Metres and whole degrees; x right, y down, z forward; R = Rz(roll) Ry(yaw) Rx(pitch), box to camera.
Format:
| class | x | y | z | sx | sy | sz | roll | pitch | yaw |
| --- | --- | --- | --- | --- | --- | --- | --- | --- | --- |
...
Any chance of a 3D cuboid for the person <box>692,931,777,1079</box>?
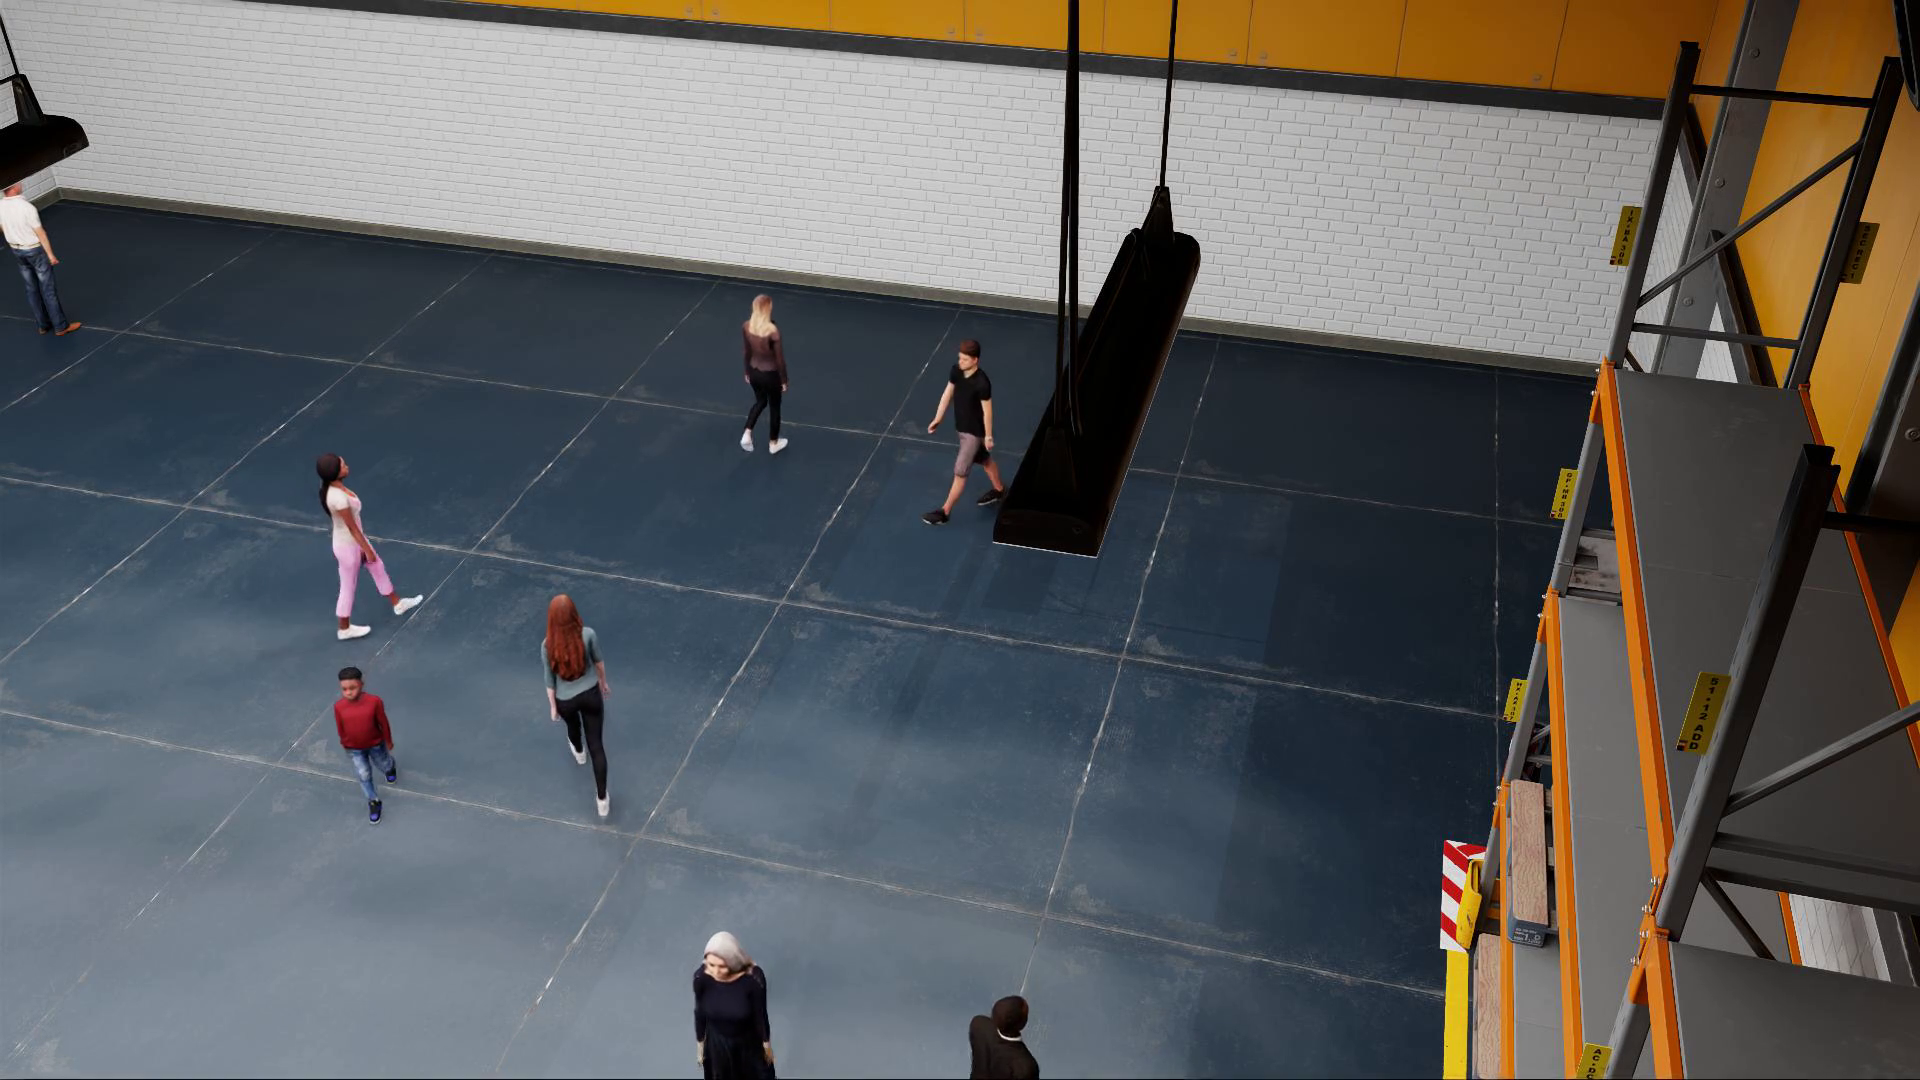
| class | x | y | z | sx | sy | sz | roll | pitch | yaw |
| --- | --- | --- | --- | --- | --- | --- | --- | --- | --- |
| person | -1.253 | 2.821 | 9.441 | 0.704 | 1.736 | 0.799 | 3 | 34 | 4 |

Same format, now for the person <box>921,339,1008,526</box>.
| class | x | y | z | sx | sy | sz | roll | pitch | yaw |
| --- | --- | --- | --- | --- | --- | --- | --- | --- | --- |
| person | 0.187 | -1.023 | 15.158 | 1.265 | 1.808 | 1.203 | -17 | 37 | -24 |

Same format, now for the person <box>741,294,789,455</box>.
| class | x | y | z | sx | sy | sz | roll | pitch | yaw |
| --- | --- | --- | --- | --- | --- | --- | --- | --- | --- |
| person | -1.924 | -1.542 | 16.044 | 0.749 | 1.691 | 0.892 | 19 | 38 | 26 |

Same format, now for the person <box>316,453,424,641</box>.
| class | x | y | z | sx | sy | sz | roll | pitch | yaw |
| --- | --- | --- | --- | --- | --- | --- | --- | --- | --- |
| person | -5.074 | 0.081 | 13.582 | 1.032 | 1.714 | 0.989 | -17 | 37 | -23 |

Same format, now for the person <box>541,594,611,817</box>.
| class | x | y | z | sx | sy | sz | roll | pitch | yaw |
| --- | --- | --- | --- | --- | --- | --- | --- | --- | --- |
| person | -2.705 | 1.206 | 11.909 | 1.068 | 1.692 | 1.226 | -12 | 36 | -18 |

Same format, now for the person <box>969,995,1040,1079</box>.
| class | x | y | z | sx | sy | sz | roll | pitch | yaw |
| --- | --- | --- | --- | --- | --- | --- | --- | --- | --- |
| person | 0.169 | 3.119 | 8.949 | 1.148 | 1.783 | 0.973 | -29 | 43 | -36 |

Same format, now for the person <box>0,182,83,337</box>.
| class | x | y | z | sx | sy | sz | roll | pitch | yaw |
| --- | --- | --- | --- | --- | --- | --- | --- | --- | --- |
| person | -10.246 | -3.145 | 18.313 | 0.653 | 1.850 | 0.546 | 9 | 35 | 13 |

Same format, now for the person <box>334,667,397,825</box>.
| class | x | y | z | sx | sy | sz | roll | pitch | yaw |
| --- | --- | --- | --- | --- | --- | --- | --- | --- | --- |
| person | -4.286 | 1.414 | 12.001 | 0.696 | 1.243 | 0.833 | -7 | 34 | -10 |
